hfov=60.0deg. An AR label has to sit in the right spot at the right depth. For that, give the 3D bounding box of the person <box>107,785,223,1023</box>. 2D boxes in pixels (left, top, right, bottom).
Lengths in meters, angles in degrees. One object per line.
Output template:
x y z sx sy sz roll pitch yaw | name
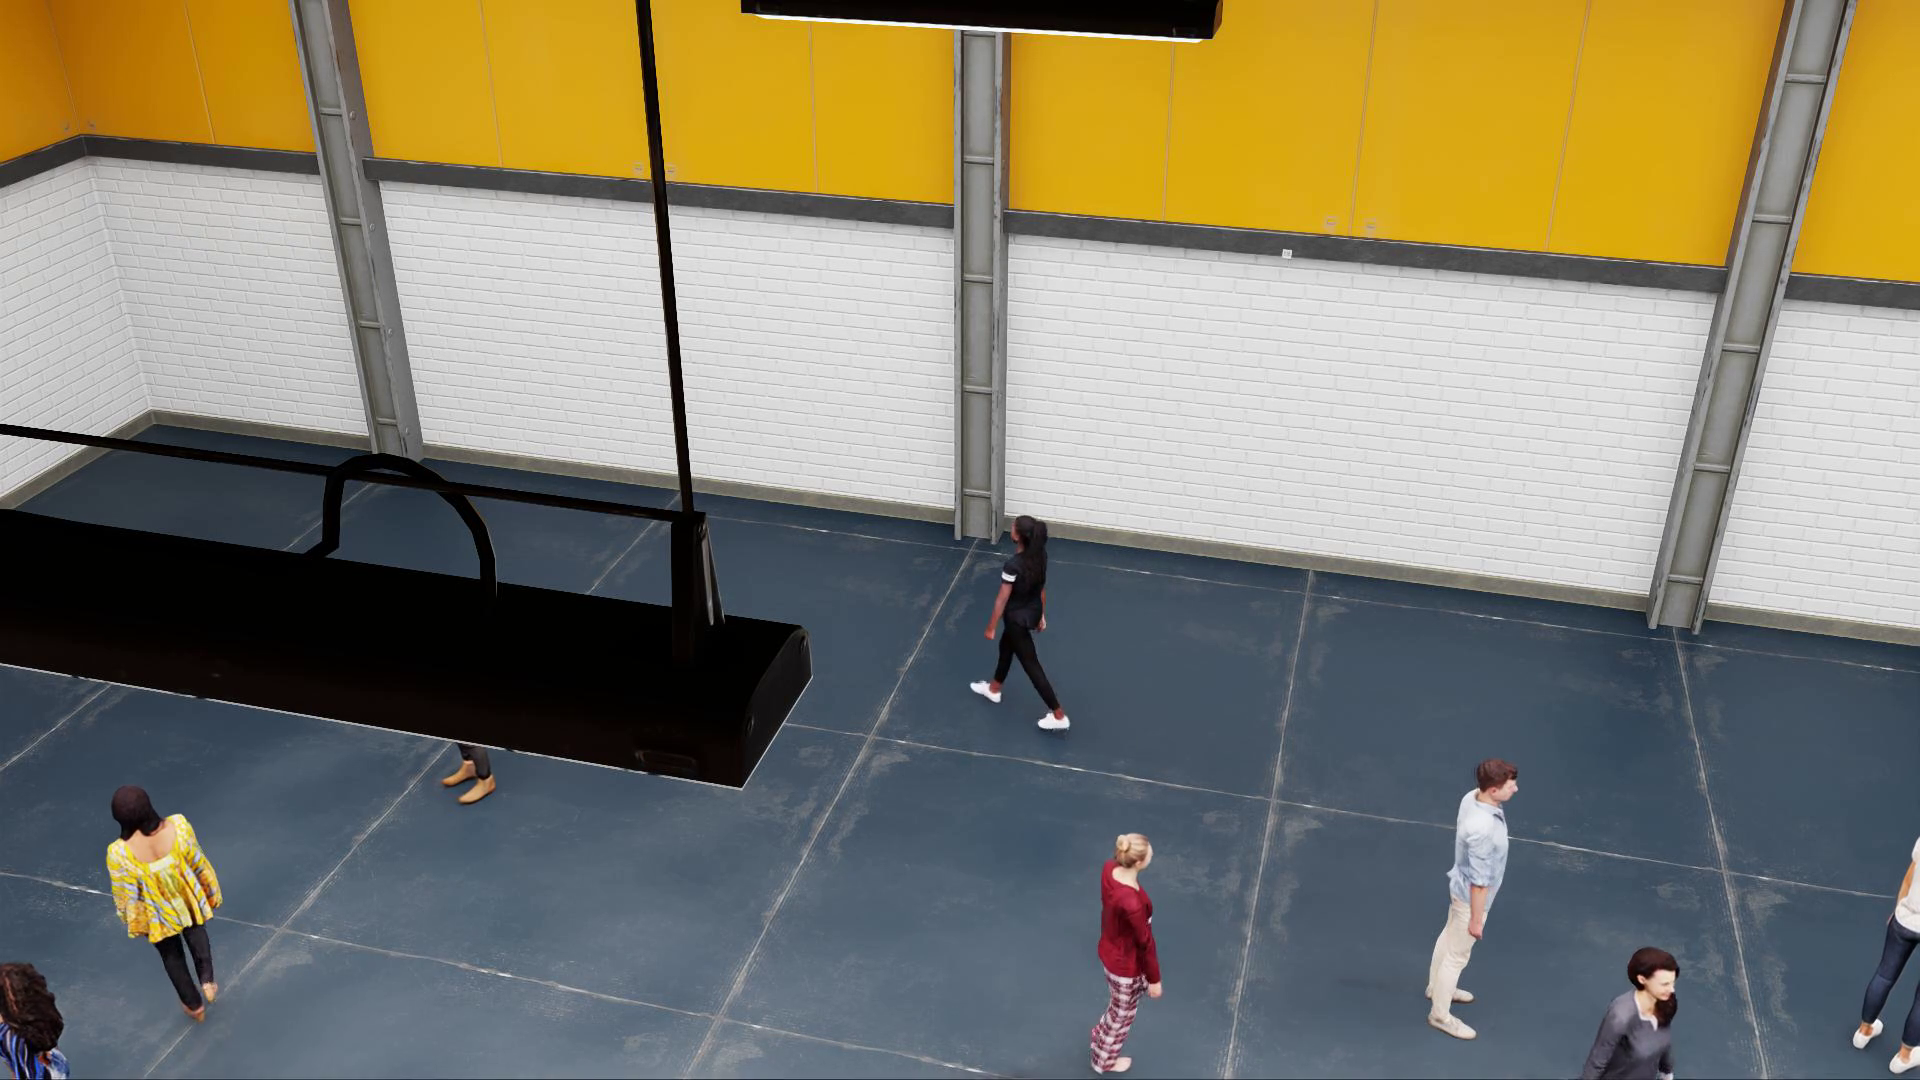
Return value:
-4.525 2.136 9.577 0.852 1.643 0.897 -25 38 -38 | person

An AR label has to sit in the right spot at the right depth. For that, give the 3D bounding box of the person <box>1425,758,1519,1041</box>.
2.938 2.019 9.579 0.514 1.847 0.644 7 29 13 | person

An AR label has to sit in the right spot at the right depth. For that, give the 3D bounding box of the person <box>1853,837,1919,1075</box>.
5.394 2.199 9.289 0.720 1.809 0.629 -22 36 -35 | person

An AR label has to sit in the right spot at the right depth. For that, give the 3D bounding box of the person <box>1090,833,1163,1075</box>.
0.833 2.316 9.197 0.761 1.691 0.741 -6 29 -12 | person

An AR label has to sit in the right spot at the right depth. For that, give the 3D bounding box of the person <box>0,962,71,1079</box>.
-4.663 2.761 8.454 0.728 1.620 0.705 -9 30 -16 | person

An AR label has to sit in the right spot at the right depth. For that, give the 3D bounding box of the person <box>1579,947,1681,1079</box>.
3.269 2.717 8.437 1.064 1.715 1.187 -19 34 -31 | person

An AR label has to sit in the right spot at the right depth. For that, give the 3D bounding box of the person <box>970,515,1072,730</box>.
0.525 0.648 12.258 1.244 1.688 0.887 18 34 30 | person
